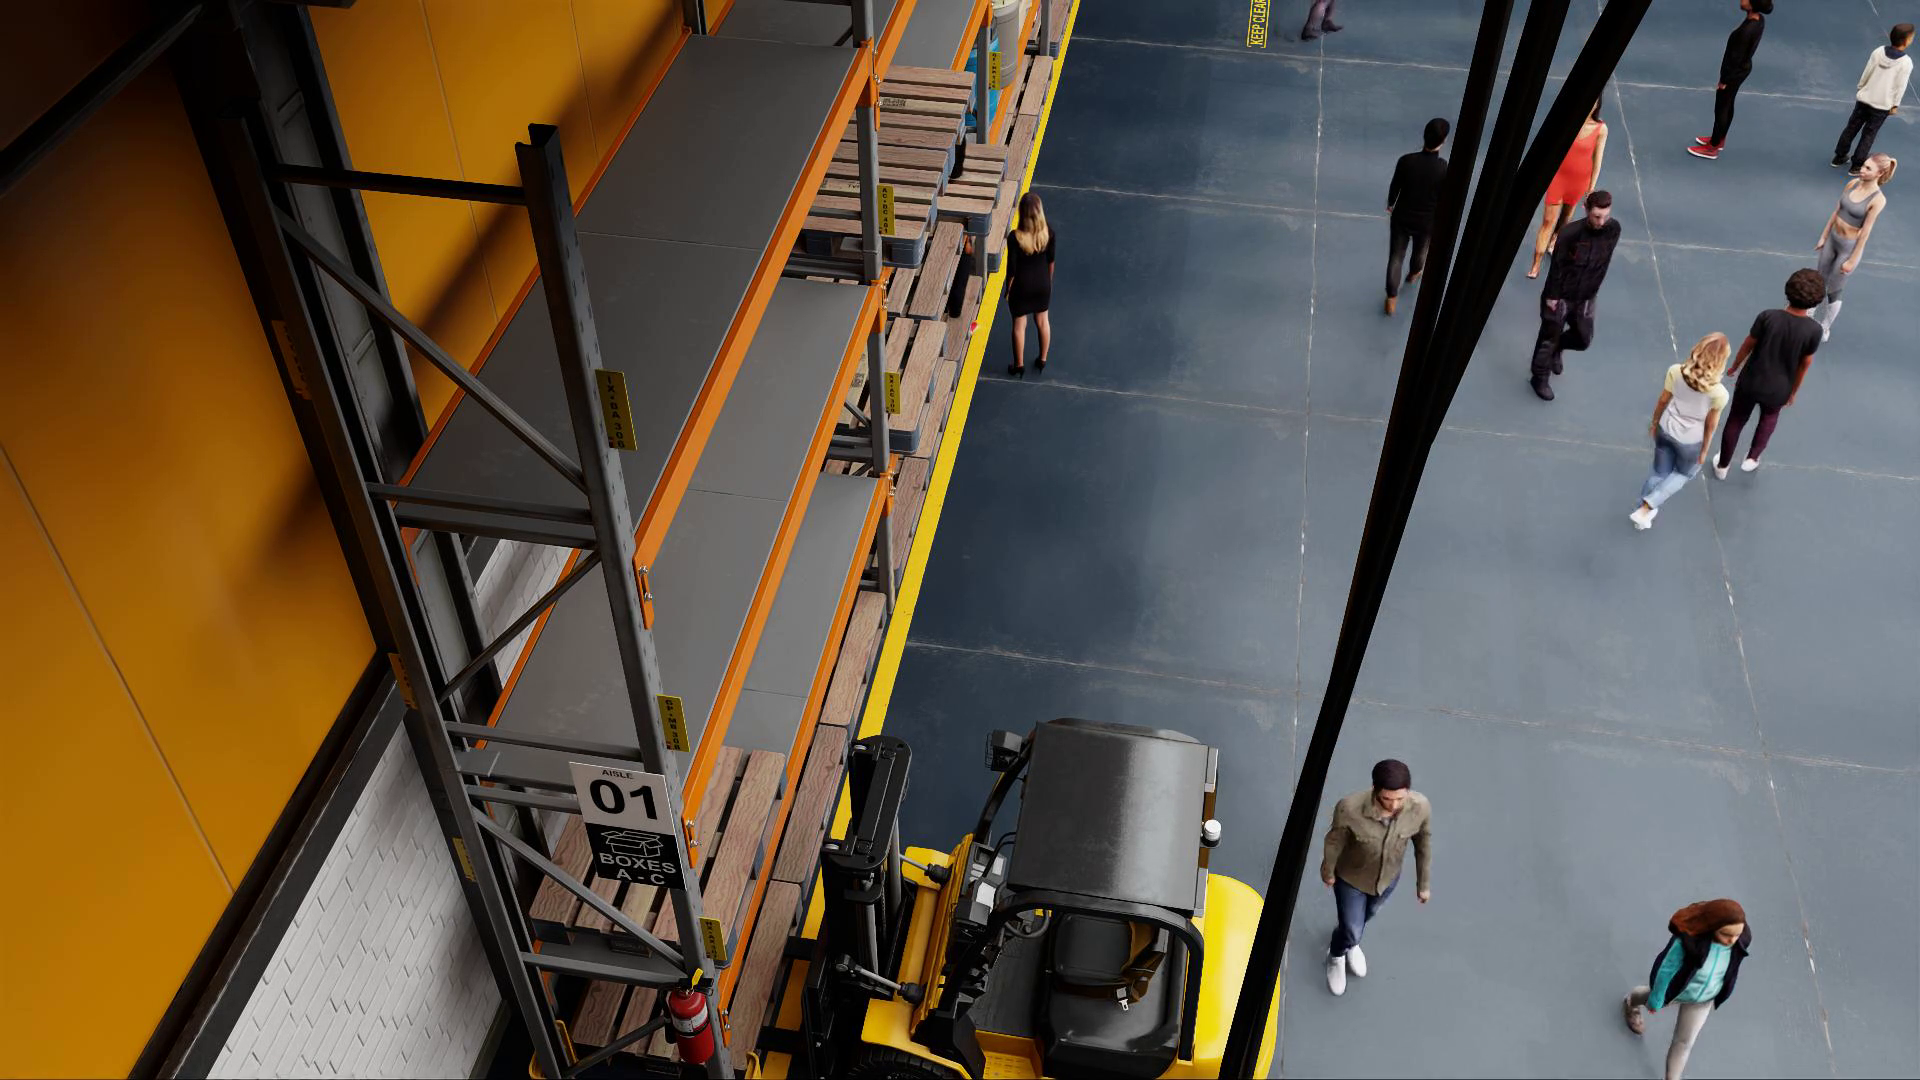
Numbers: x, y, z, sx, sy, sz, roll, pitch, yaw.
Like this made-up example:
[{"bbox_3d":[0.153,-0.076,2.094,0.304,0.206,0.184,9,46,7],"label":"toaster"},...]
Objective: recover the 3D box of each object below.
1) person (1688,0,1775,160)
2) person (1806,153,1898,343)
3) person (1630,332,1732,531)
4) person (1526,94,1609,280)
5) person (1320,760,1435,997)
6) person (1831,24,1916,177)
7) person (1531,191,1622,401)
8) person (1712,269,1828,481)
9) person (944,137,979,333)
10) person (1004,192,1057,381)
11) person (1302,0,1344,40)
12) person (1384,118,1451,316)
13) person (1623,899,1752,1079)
[{"bbox_3d":[7.282,-4.390,15.606,0.719,1.674,0.591,26,49,25],"label":"person"},{"bbox_3d":[7.154,-2.363,13.457,0.701,1.704,0.598,-10,45,-11],"label":"person"},{"bbox_3d":[5.010,-0.679,11.683,0.868,1.711,0.808,-31,52,-29],"label":"person"},{"bbox_3d":[5.244,-3.113,14.270,0.784,1.668,1.163,17,46,17],"label":"person"},{"bbox_3d":[2.201,1.718,9.068,0.807,1.848,0.780,-9,44,-9],"label":"person"},{"bbox_3d":[8.509,-4.099,15.461,0.711,1.452,0.632,-22,48,-21],"label":"person"},{"bbox_3d":[4.686,-1.954,12.892,0.819,1.889,0.878,-9,44,-9],"label":"person"},{"bbox_3d":[5.871,-1.134,12.121,0.678,1.766,0.657,13,45,13],"label":"person"},{"bbox_3d":[-0.095,-2.499,13.521,0.837,1.813,0.771,-24,49,-23],"label":"person"},{"bbox_3d":[0.548,-1.988,13.082,0.613,1.678,0.615,-14,45,-14],"label":"person"},{"bbox_3d":[3.835,-5.969,17.290,0.885,1.638,0.813,-17,46,-17],"label":"person"},{"bbox_3d":[3.741,-2.637,13.751,0.808,1.695,1.075,15,46,15],"label":"person"},{"bbox_3d":[3.781,2.287,8.749,0.709,1.464,1.032,-1,44,-1],"label":"person"}]
